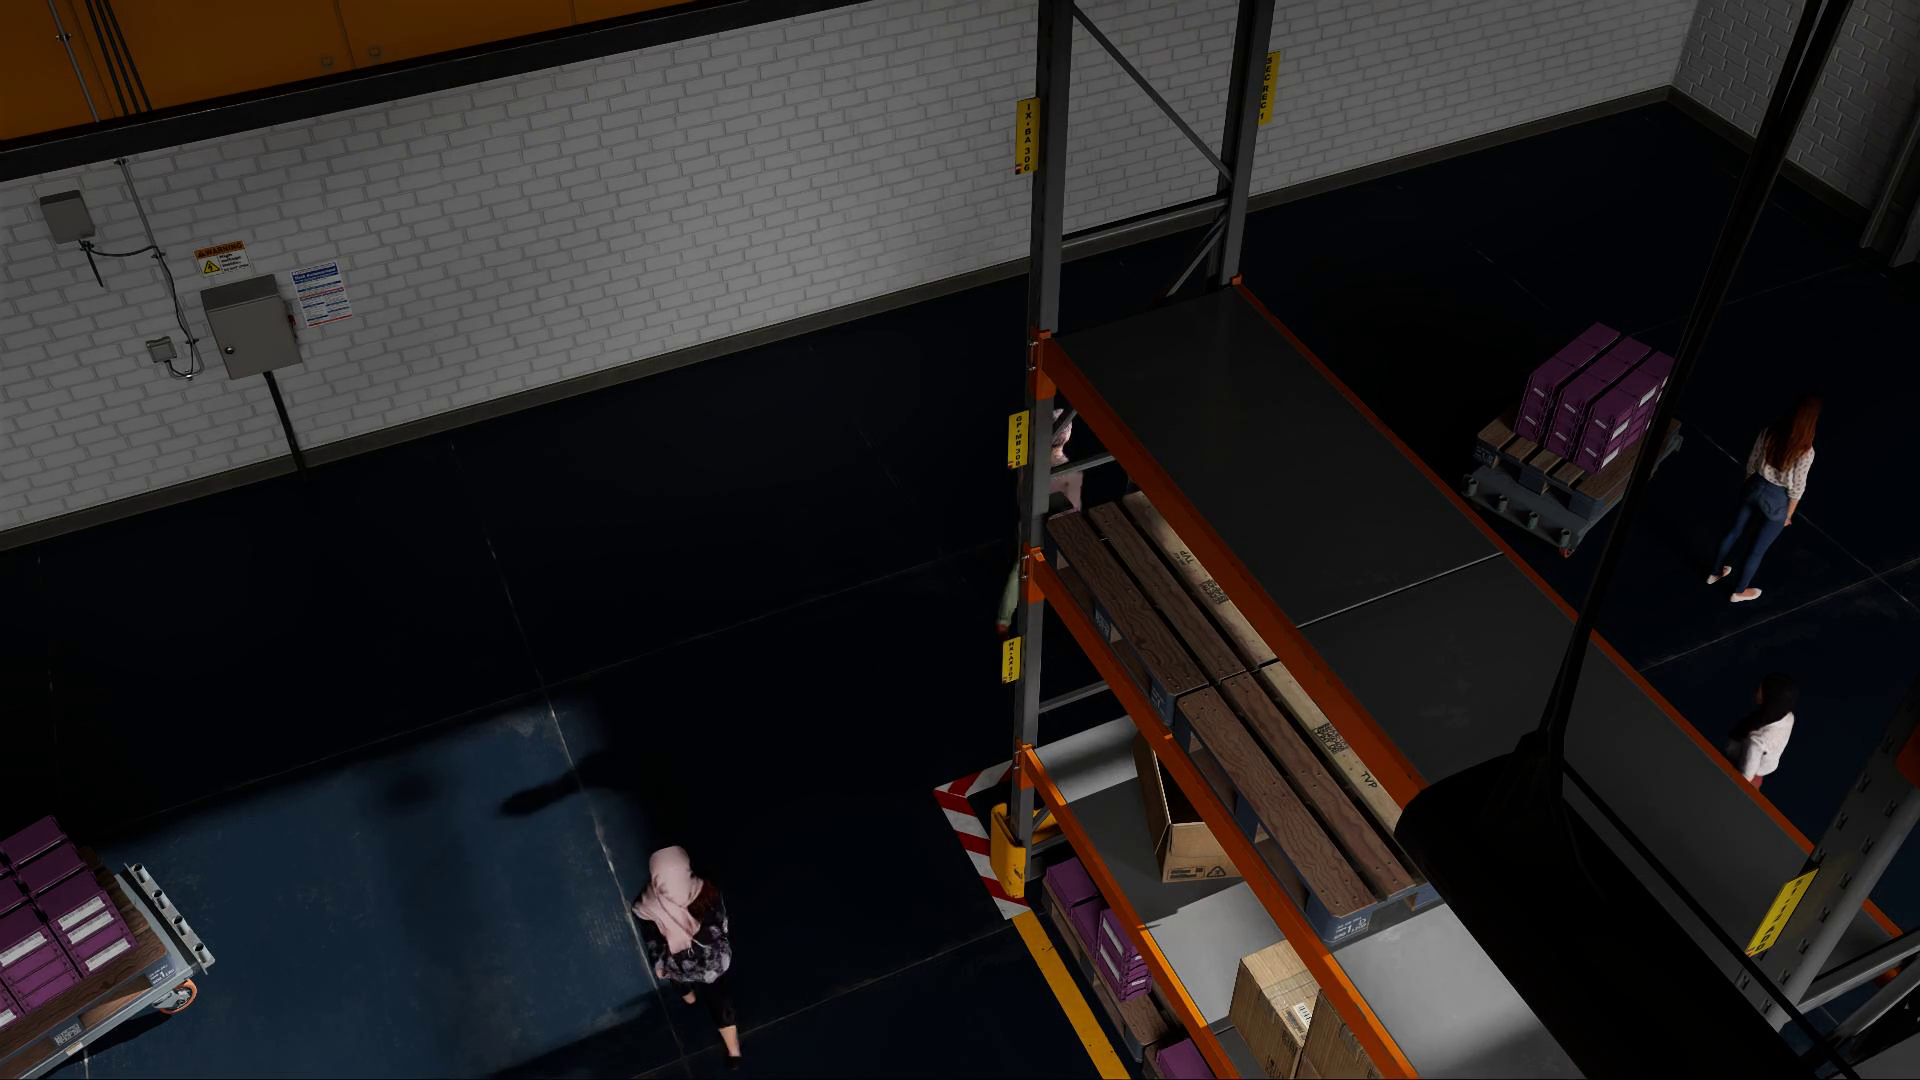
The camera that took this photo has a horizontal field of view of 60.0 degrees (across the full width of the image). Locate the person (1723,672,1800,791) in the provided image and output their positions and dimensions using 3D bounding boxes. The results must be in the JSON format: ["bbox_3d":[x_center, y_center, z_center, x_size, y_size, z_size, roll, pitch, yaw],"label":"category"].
[{"bbox_3d":[4.412,1.392,9.474,0.642,1.749,0.670,32,52,29],"label":"person"}]

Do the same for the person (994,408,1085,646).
[{"bbox_3d":[0.509,-0.049,10.915,1.177,1.850,1.132,23,48,22],"label":"person"}]

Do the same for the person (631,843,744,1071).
[{"bbox_3d":[-1.393,2.196,8.732,0.695,1.609,1.062,-21,47,-20],"label":"person"}]

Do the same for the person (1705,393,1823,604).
[{"bbox_3d":[5.464,-0.294,11.260,0.642,1.729,0.456,-21,47,-20],"label":"person"}]
